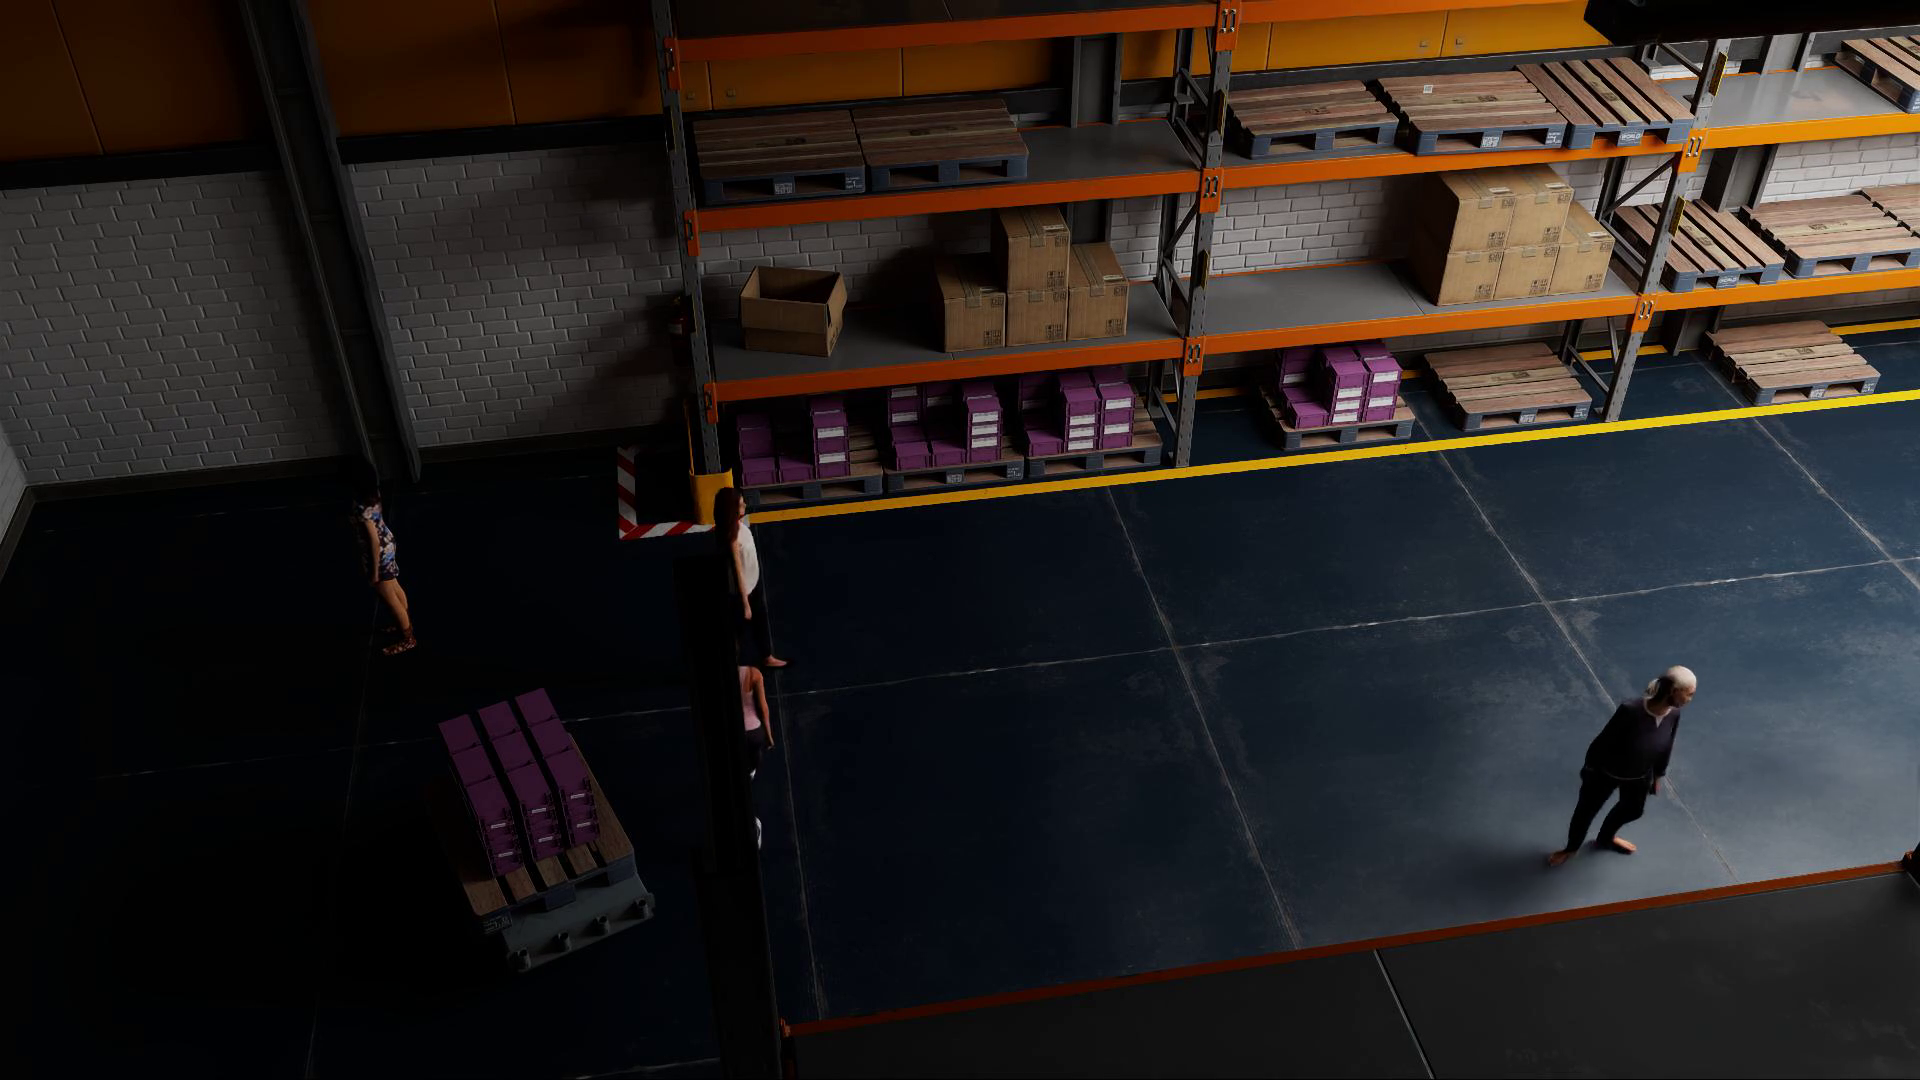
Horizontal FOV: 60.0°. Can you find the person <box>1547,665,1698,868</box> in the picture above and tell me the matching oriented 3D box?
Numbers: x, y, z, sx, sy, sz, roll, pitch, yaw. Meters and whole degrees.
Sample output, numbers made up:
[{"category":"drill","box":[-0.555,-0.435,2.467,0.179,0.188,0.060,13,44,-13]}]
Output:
[{"category":"person","box":[4.120,1.424,10.489,0.490,1.696,0.838,5,39,6]}]

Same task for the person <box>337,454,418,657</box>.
[{"category":"person","box":[-4.242,0.094,12.120,0.539,1.738,0.604,-10,40,-12]}]

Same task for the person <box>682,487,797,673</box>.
[{"category":"person","box":[-1.654,0.349,11.834,1.046,1.696,0.616,-4,39,-6]}]
